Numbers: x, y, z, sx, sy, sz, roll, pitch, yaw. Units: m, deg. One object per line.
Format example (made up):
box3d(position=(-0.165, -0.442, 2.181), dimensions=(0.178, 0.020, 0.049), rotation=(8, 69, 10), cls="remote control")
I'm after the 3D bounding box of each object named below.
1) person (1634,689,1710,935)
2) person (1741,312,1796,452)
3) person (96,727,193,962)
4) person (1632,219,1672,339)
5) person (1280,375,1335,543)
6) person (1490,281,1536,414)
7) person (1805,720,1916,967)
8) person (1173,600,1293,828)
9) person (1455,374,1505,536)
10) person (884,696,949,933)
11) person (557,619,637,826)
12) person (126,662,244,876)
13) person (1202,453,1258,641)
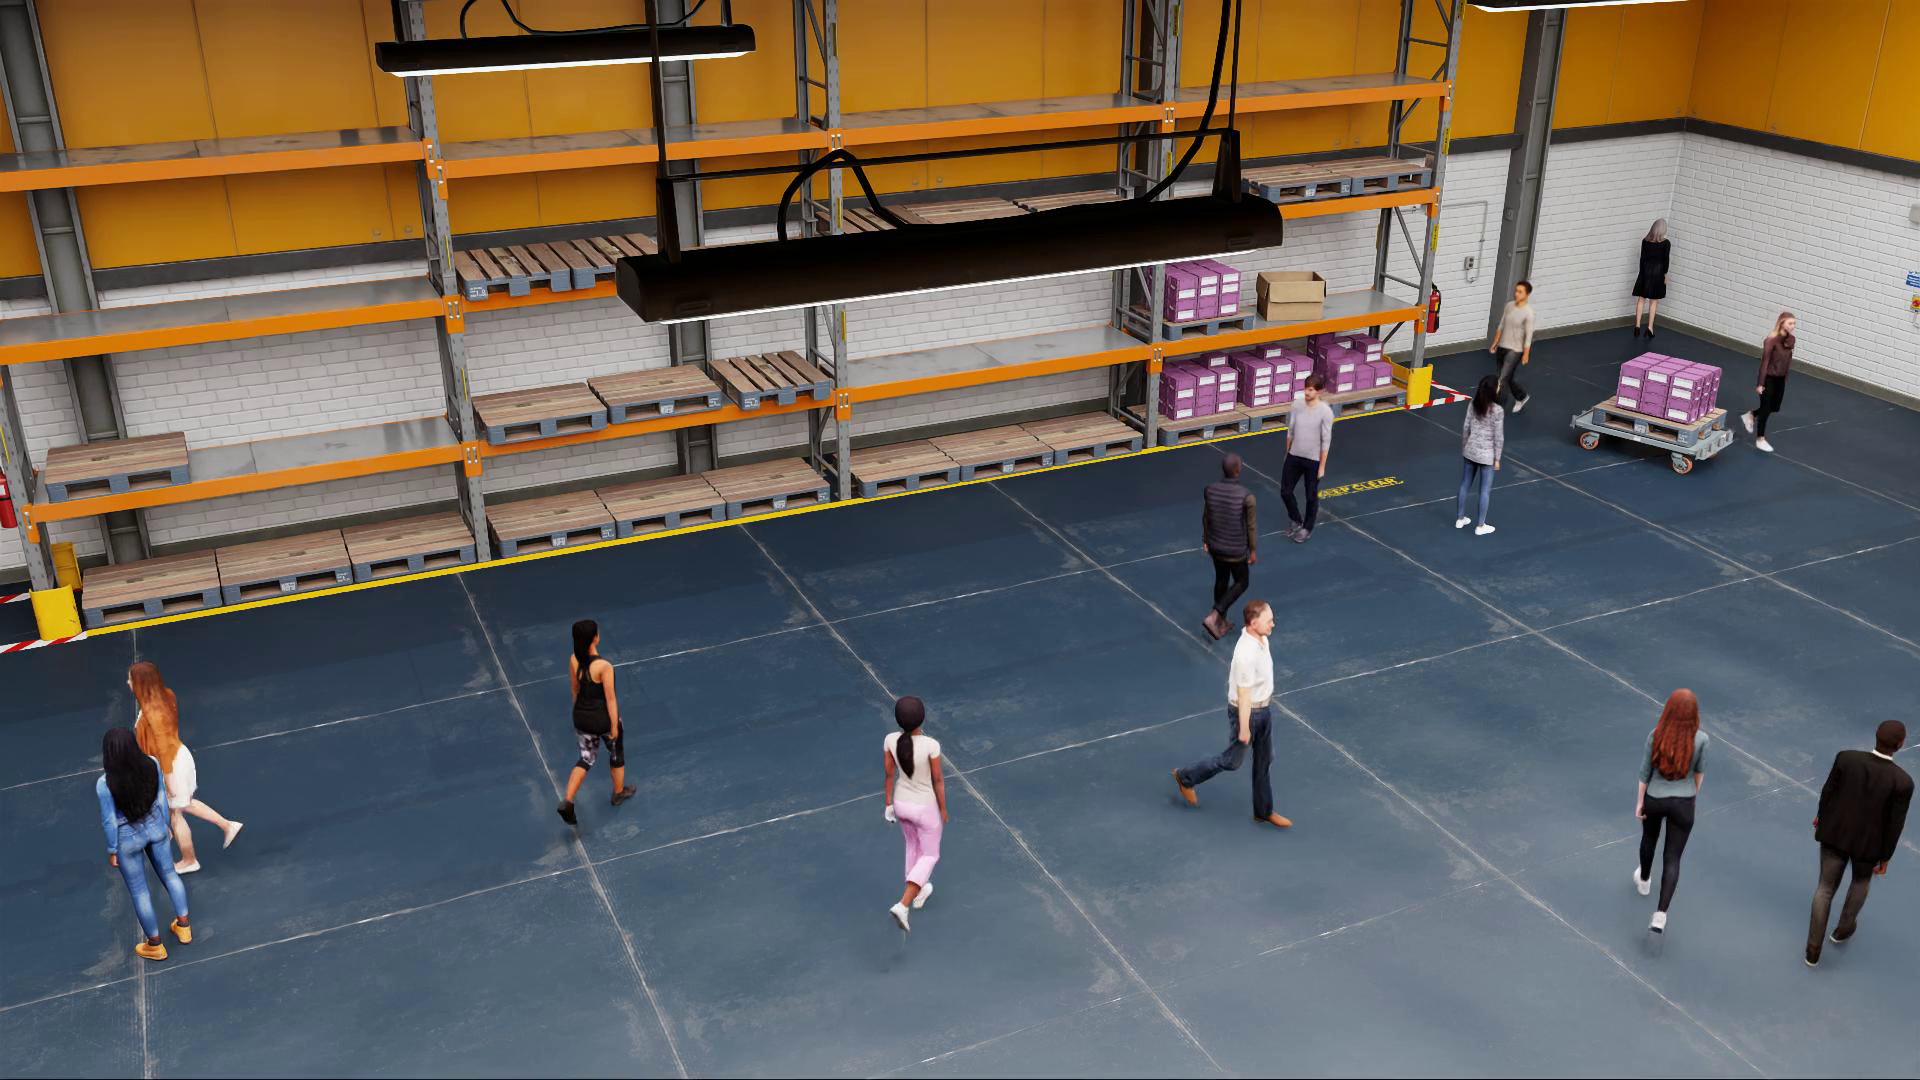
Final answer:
box3d(position=(4.823, 1.861, 11.295), dimensions=(1.076, 1.710, 1.135), rotation=(9, 25, 19), cls="person")
box3d(position=(9.709, -1.937, 20.008), dimensions=(0.809, 1.691, 0.714), rotation=(-8, 25, -18), cls="person")
box3d(position=(-5.408, 1.987, 11.003), dimensions=(0.737, 1.713, 0.631), rotation=(14, 27, 29), cls="person")
box3d(position=(10.093, -3.825, 24.257), dimensions=(0.686, 1.747, 0.701), rotation=(18, 29, 35), cls="person")
box3d(position=(3.671, -0.873, 17.397), dimensions=(0.789, 1.833, 0.781), rotation=(19, 30, 37), cls="person")
box3d(position=(6.989, -2.394, 20.933), dimensions=(1.054, 1.787, 0.684), rotation=(-10, 25, -21), cls="person")
box3d(position=(5.810, 2.017, 10.855), dimensions=(0.902, 1.777, 0.994), rotation=(15, 28, 31), cls="person")
box3d(position=(2.065, 1.281, 12.478), dimensions=(1.186, 1.826, 1.215), rotation=(12, 26, 26), cls="person")
box3d(position=(5.516, -0.923, 17.636), dimensions=(0.595, 1.732, 0.651), rotation=(-17, 29, -34), cls="person")
box3d(position=(-0.329, 1.873, 11.254), dimensions=(0.928, 1.722, 1.042), rotation=(11, 26, 23), cls="person")
box3d(position=(-2.794, 1.374, 12.495), dimensions=(0.973, 1.643, 1.093), rotation=(12, 26, 25), cls="person")
box3d(position=(-5.540, 1.612, 11.865), dimensions=(0.868, 1.710, 0.712), rotation=(-5, 24, -12), cls="person")
box3d(position=(2.409, 0.102, 15.179), dimensions=(0.914, 1.823, 1.024), rotation=(19, 30, 37), cls="person")
